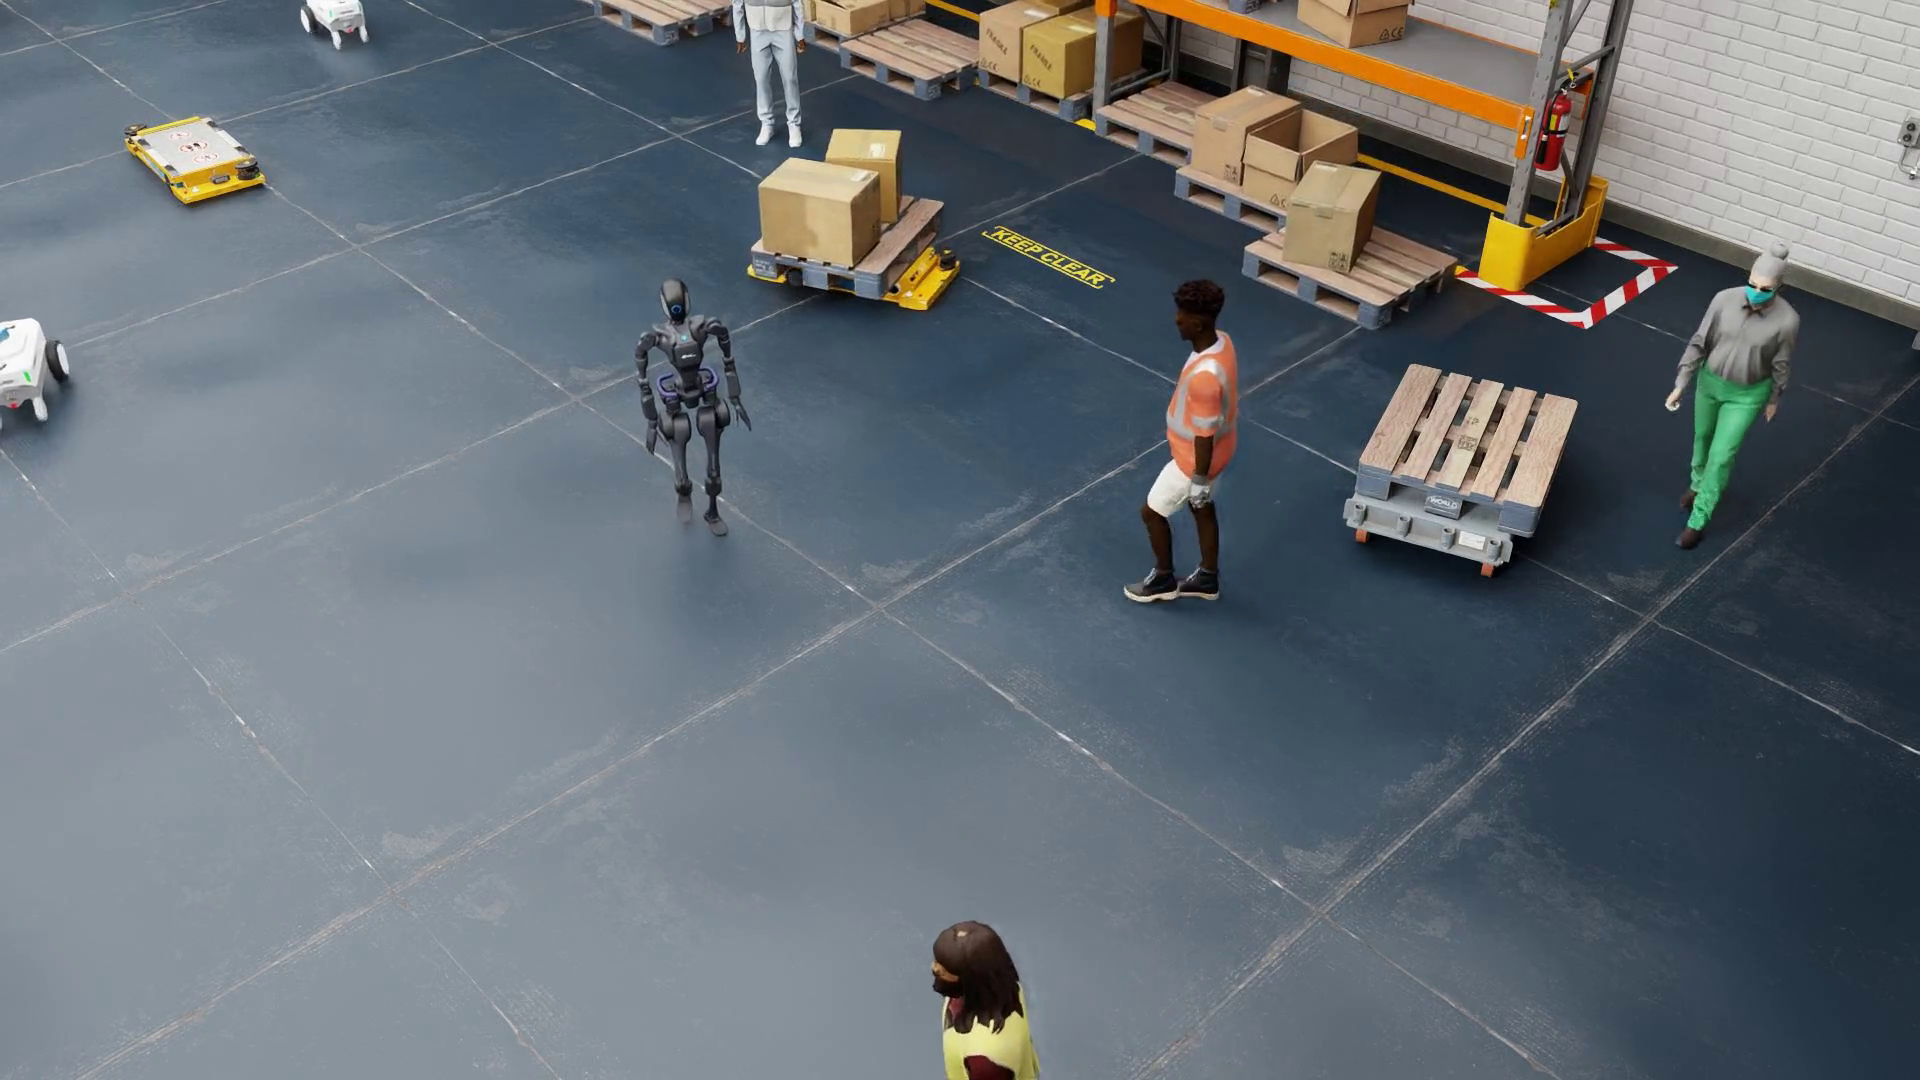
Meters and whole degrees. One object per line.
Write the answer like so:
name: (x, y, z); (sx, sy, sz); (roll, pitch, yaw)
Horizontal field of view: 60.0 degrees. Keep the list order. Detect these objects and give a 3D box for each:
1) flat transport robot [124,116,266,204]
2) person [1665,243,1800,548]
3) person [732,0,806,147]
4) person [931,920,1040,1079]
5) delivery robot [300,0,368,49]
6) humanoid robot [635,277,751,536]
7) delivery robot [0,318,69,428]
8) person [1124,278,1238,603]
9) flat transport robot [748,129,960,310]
flat transport robot: (-6.335, -3.169, 13.728); (0.659, 0.231, 1.431); (-26, 44, -30)
person: (4.298, -0.833, 9.359); (0.831, 1.811, 0.519); (-31, 47, -34)
person: (-1.570, -4.206, 13.747); (0.596, 1.907, 0.410); (1, 37, 1)
person: (0.060, 1.944, 5.727); (0.454, 1.754, 0.495); (-2, 37, -3)
delivery robot: (-6.045, -5.116, 16.082); (0.499, 0.611, 0.809); (-24, 43, -29)
humanoid robot: (-1.496, -0.751, 9.363); (0.601, 1.651, 0.375); (-13, 39, -17)
delivery robot: (-6.141, -1.136, 10.788); (0.499, 0.581, 0.754); (-11, 39, -15)
person: (1.165, -0.487, 8.791); (0.676, 1.938, 0.628); (11, 38, 14)
flat transport robot: (-0.781, -2.027, 12.217); (1.431, 0.231, 0.659); (13, 39, 17)
